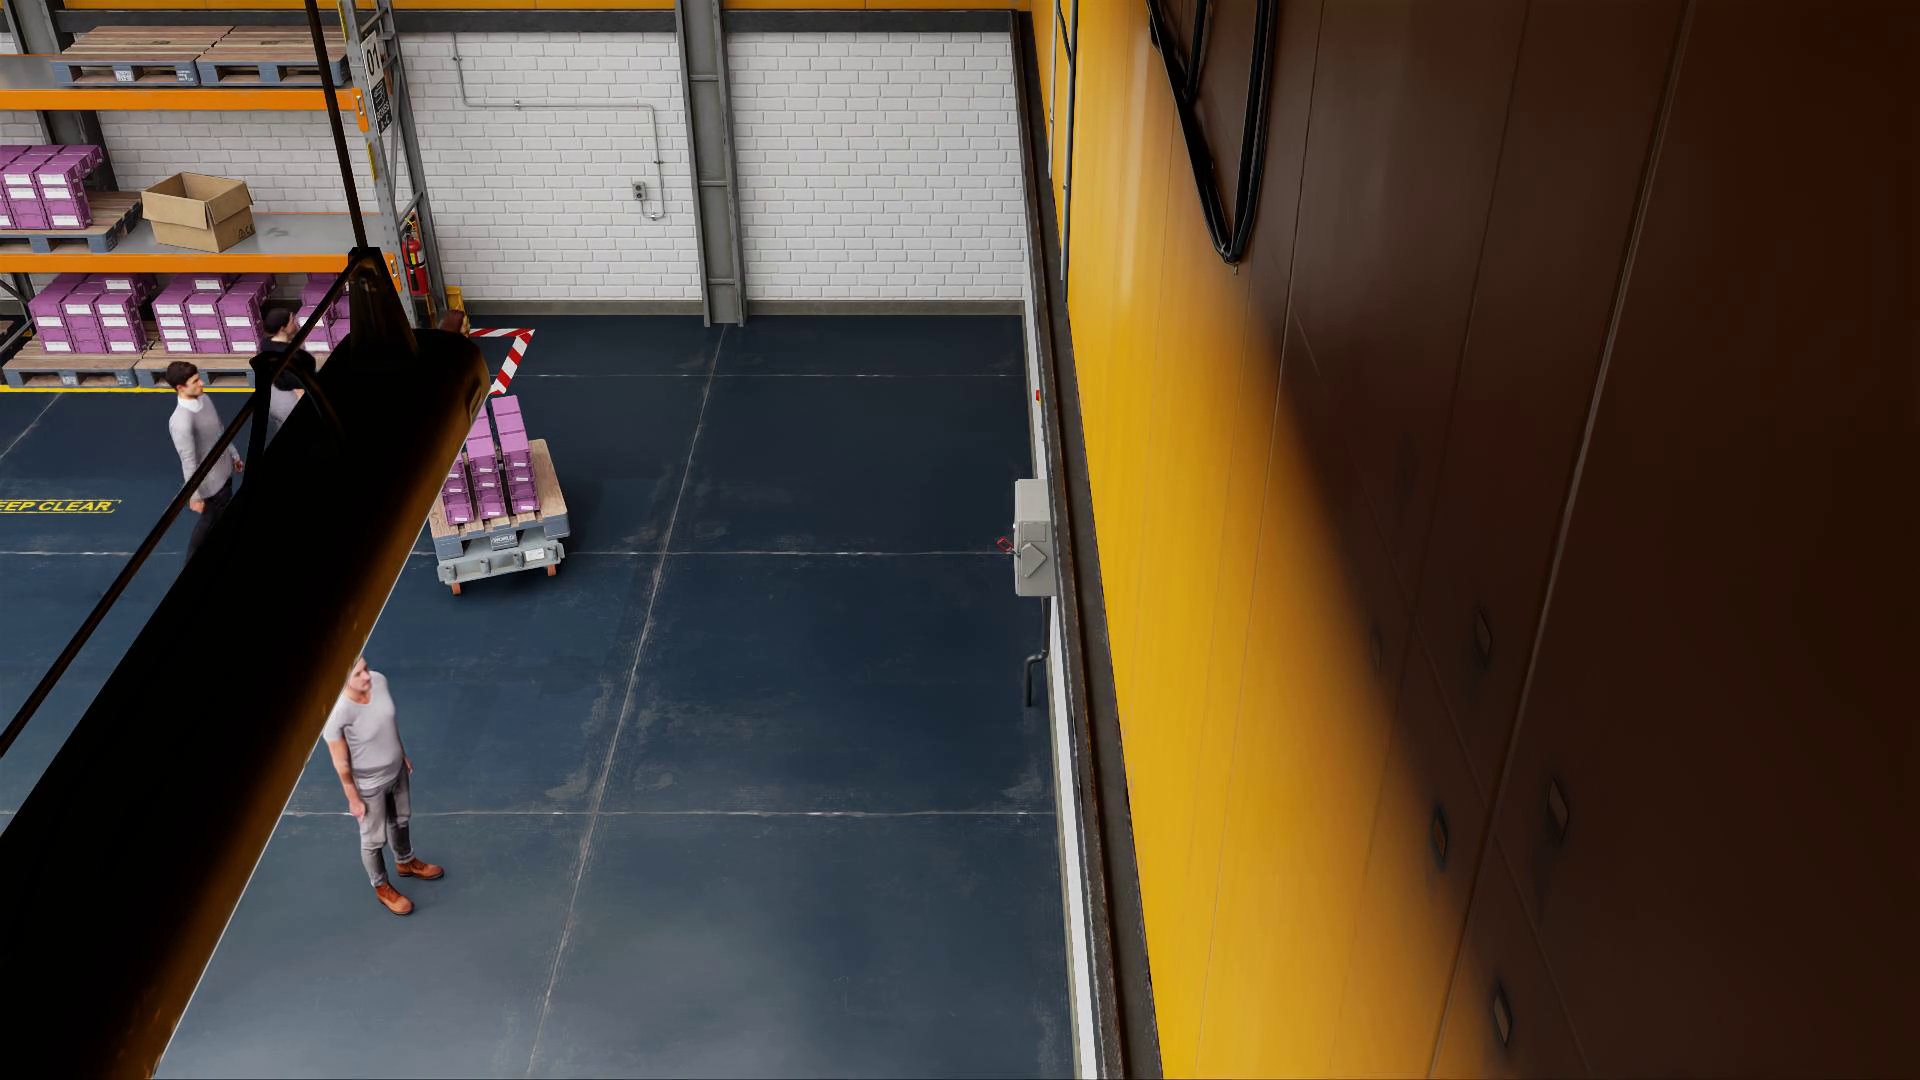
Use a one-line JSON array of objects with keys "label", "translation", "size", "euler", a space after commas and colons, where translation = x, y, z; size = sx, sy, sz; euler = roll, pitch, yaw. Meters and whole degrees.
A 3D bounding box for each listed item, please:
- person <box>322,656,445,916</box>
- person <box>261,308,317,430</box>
[{"label": "person", "translation": [-3.413, 1.359, 9.684], "size": [0.676, 1.832, 0.753], "euler": [10, 35, 14]}, {"label": "person", "translation": [-5.368, -1.044, 13.372], "size": [0.856, 1.751, 0.799], "euler": [-26, 42, -34]}]
